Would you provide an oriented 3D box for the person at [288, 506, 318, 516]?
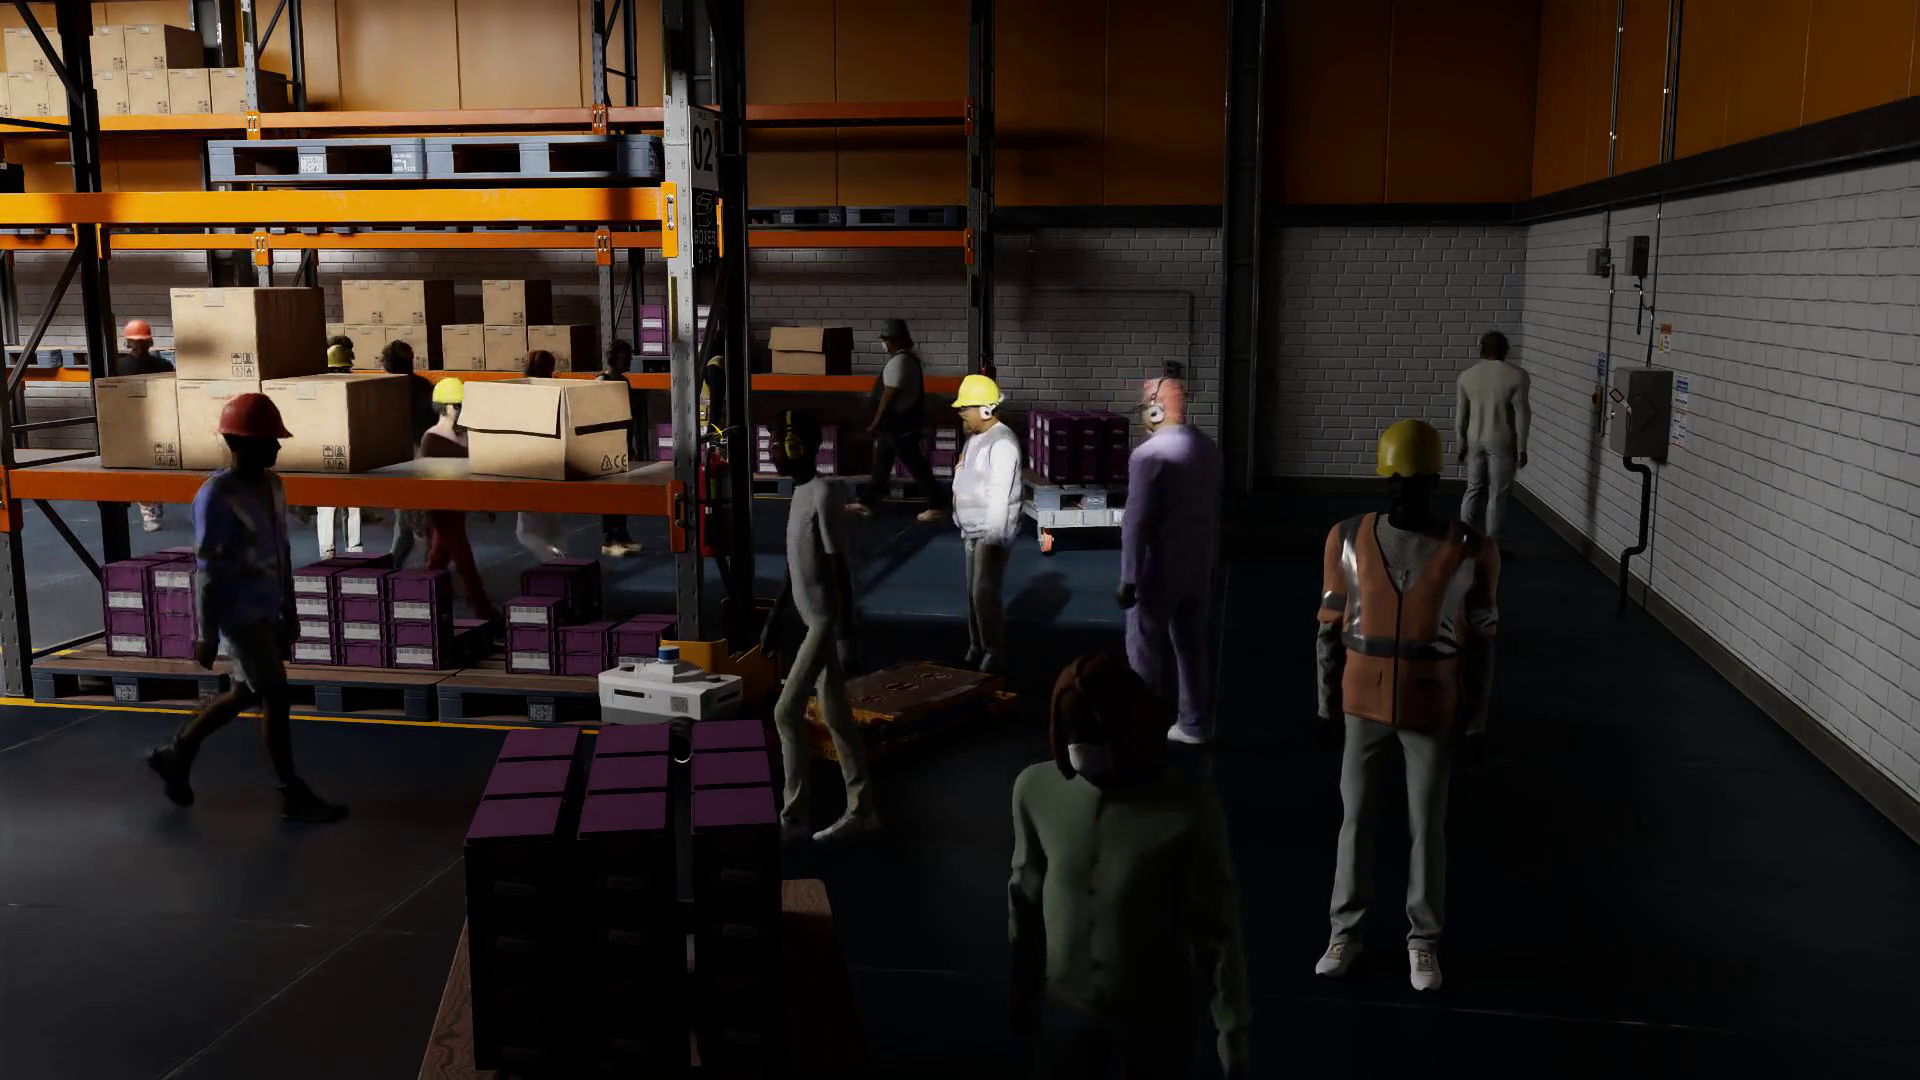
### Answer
[{"bbox_3d":[-6.534,-1.207,16.533,0.385,1.923,0.550,-5,10,-28],"label":"person"}]

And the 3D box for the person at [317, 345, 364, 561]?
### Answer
[{"bbox_3d":[-4.912,-0.630,13.230,0.403,1.834,0.589,6,11,31],"label":"person"}]

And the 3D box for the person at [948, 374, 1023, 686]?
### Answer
[{"bbox_3d":[0.150,-0.052,9.705,0.405,1.825,0.619,-3,10,-19],"label":"person"}]

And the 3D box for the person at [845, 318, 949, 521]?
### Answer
[{"bbox_3d":[-0.592,-1.201,16.134,1.073,2.000,0.693,1,9,3],"label":"person"}]

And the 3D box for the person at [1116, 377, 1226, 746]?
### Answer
[{"bbox_3d":[1.038,0.134,8.311,0.696,1.897,0.416,-9,13,-44],"label":"person"}]

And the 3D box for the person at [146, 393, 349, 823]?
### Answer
[{"bbox_3d":[-3.187,0.304,7.242,0.909,1.904,0.569,1,9,4],"label":"person"}]

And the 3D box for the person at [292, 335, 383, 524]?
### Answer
[{"bbox_3d":[-5.938,-1.029,15.743,0.625,1.823,0.749,9,13,44],"label":"person"}]

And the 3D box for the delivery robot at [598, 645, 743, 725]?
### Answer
[{"bbox_3d":[-1.437,0.766,8.239,0.707,0.478,0.477,5,10,26],"label":"delivery robot"}]

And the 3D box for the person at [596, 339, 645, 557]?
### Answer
[{"bbox_3d":[-2.916,-0.787,14.181,0.345,1.844,0.507,2,9,13],"label":"person"}]

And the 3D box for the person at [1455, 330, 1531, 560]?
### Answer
[{"bbox_3d":[4.451,-0.782,13.954,0.651,1.920,0.375,9,13,44],"label":"person"}]

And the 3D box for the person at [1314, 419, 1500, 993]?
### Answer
[{"bbox_3d":[1.483,0.555,5.591,0.585,1.929,0.375,4,10,22],"label":"person"}]

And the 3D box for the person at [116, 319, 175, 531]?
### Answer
[{"bbox_3d":[-7.650,-1.080,15.580,0.619,1.977,0.589,-7,11,-37],"label":"person"}]

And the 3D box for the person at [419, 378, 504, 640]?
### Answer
[{"bbox_3d":[-3.242,-0.191,10.840,0.894,1.720,0.540,1,9,9],"label":"person"}]

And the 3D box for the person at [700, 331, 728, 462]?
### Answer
[{"bbox_3d":[-2.438,-1.169,16.556,0.429,1.843,0.632,0,9,-1],"label":"person"}]

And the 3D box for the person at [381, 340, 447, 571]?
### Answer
[{"bbox_3d":[-4.160,-0.515,12.287,0.831,1.904,0.655,2,9,10],"label":"person"}]

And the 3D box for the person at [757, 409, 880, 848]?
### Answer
[{"bbox_3d":[-0.680,0.376,6.976,0.744,1.835,0.550,-2,9,-14],"label":"person"}]

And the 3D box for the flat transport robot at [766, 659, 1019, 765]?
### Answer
[{"bbox_3d":[-0.344,0.877,8.715,0.652,0.197,1.431,6,11,34],"label":"flat transport robot"}]

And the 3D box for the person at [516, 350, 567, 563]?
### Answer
[{"bbox_3d":[-2.890,-0.410,11.765,0.514,1.869,0.581,3,10,19],"label":"person"}]

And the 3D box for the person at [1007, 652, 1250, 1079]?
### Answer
[{"bbox_3d":[0.355,1.031,3.585,0.600,1.609,0.387,4,10,26],"label":"person"}]
